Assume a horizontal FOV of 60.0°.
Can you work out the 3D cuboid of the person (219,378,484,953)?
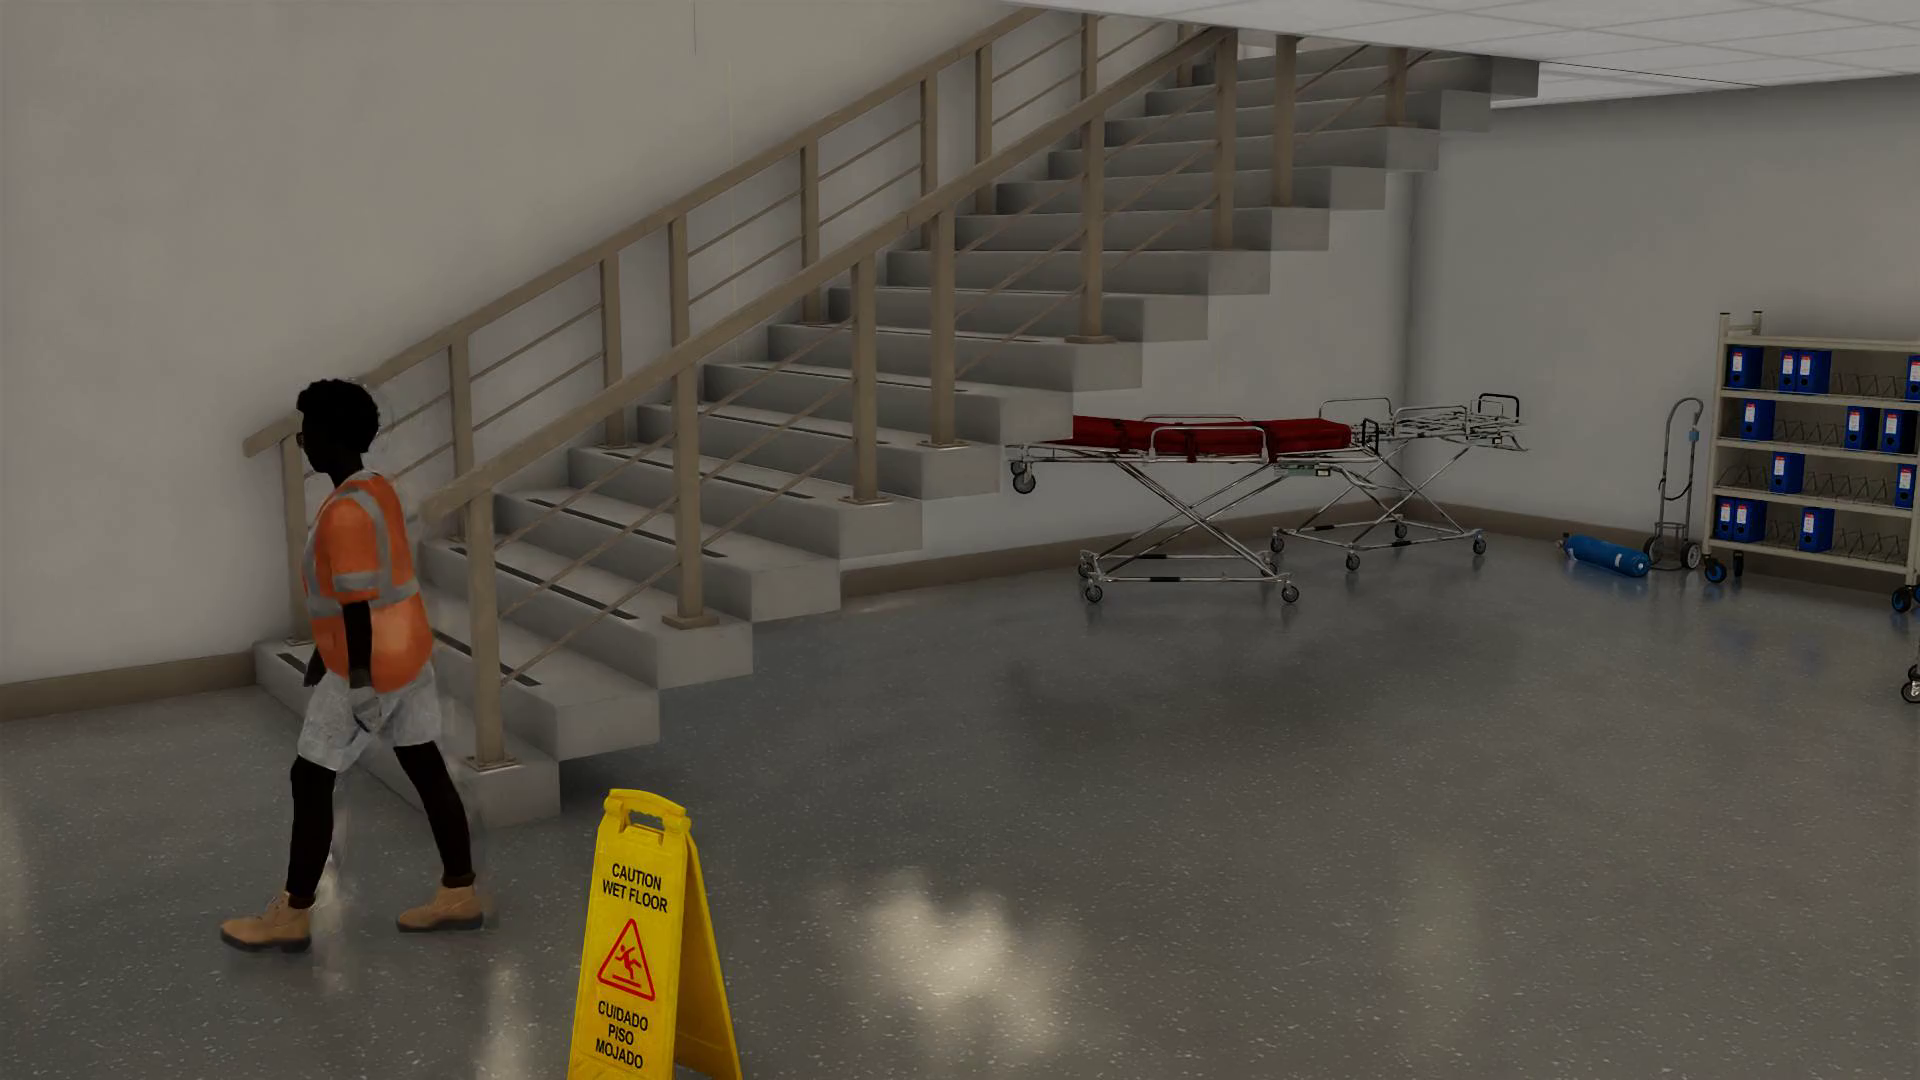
[{"bbox_3d":[-1.803,0.366,4.835,0.816,1.651,0.542,-1,10,-5],"label":"person"}]
